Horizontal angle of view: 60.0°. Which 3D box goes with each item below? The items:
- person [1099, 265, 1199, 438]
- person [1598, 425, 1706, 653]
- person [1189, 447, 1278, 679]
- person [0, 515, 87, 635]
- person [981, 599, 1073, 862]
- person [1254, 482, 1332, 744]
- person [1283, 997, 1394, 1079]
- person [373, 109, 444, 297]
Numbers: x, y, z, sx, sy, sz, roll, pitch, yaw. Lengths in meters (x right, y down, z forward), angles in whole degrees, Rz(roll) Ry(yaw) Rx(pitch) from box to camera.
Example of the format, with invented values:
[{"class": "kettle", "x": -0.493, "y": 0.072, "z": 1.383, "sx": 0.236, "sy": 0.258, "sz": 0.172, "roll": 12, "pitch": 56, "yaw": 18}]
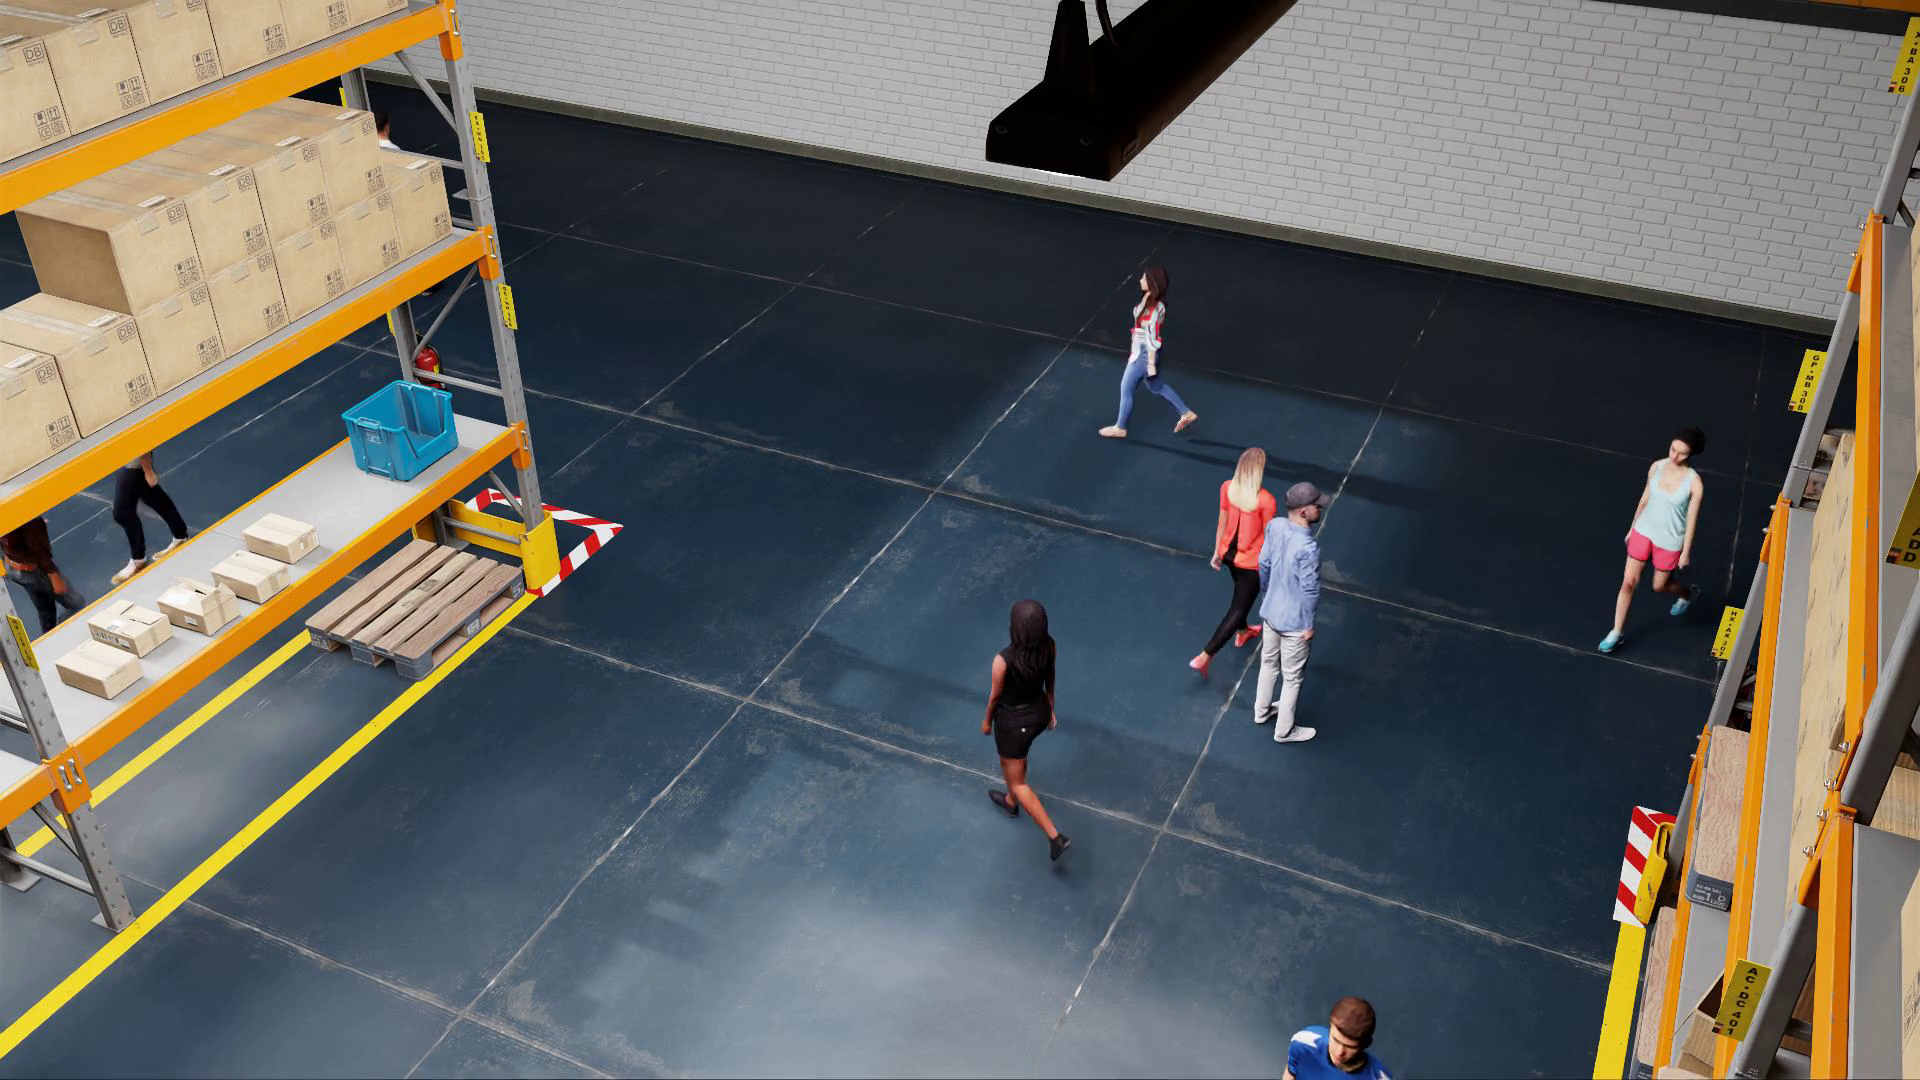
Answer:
[{"class": "person", "x": 1.647, "y": -1.548, "z": 13.929, "sx": 0.895, "sy": 1.583, "sz": 1.079, "roll": 3, "pitch": 34, "yaw": 5}, {"class": "person", "x": 4.897, "y": -0.016, "z": 11.485, "sx": 1.172, "sy": 1.736, "sz": 0.980, "roll": -19, "pitch": 38, "yaw": -26}, {"class": "person", "x": 1.861, "y": 0.182, "z": 11.254, "sx": 1.189, "sy": 1.663, "sz": 0.896, "roll": -26, "pitch": 41, "yaw": -33}, {"class": "person", "x": -6.226, "y": 0.247, "z": 11.056, "sx": 0.696, "sy": 1.774, "sz": 0.719, "roll": 19, "pitch": 38, "yaw": 26}, {"class": "person", "x": 0.422, "y": 1.134, "z": 9.777, "sx": 1.080, "sy": 1.713, "sz": 0.913, "roll": -26, "pitch": 42, "yaw": -34}, {"class": "person", "x": 2.101, "y": 0.463, "z": 10.631, "sx": 0.786, "sy": 1.885, "sz": 0.745, "roll": -15, "pitch": 36, "yaw": -21}, {"class": "person", "x": 1.659, "y": 2.630, "z": 7.395, "sx": 0.687, "sy": 1.857, "sz": 0.636, "roll": 18, "pitch": 38, "yaw": 25}, {"class": "person", "x": -5.546, "y": -3.274, "z": 16.273, "sx": 0.669, "sy": 1.863, "sz": 0.649, "roll": 11, "pitch": 35, "yaw": 17}]
